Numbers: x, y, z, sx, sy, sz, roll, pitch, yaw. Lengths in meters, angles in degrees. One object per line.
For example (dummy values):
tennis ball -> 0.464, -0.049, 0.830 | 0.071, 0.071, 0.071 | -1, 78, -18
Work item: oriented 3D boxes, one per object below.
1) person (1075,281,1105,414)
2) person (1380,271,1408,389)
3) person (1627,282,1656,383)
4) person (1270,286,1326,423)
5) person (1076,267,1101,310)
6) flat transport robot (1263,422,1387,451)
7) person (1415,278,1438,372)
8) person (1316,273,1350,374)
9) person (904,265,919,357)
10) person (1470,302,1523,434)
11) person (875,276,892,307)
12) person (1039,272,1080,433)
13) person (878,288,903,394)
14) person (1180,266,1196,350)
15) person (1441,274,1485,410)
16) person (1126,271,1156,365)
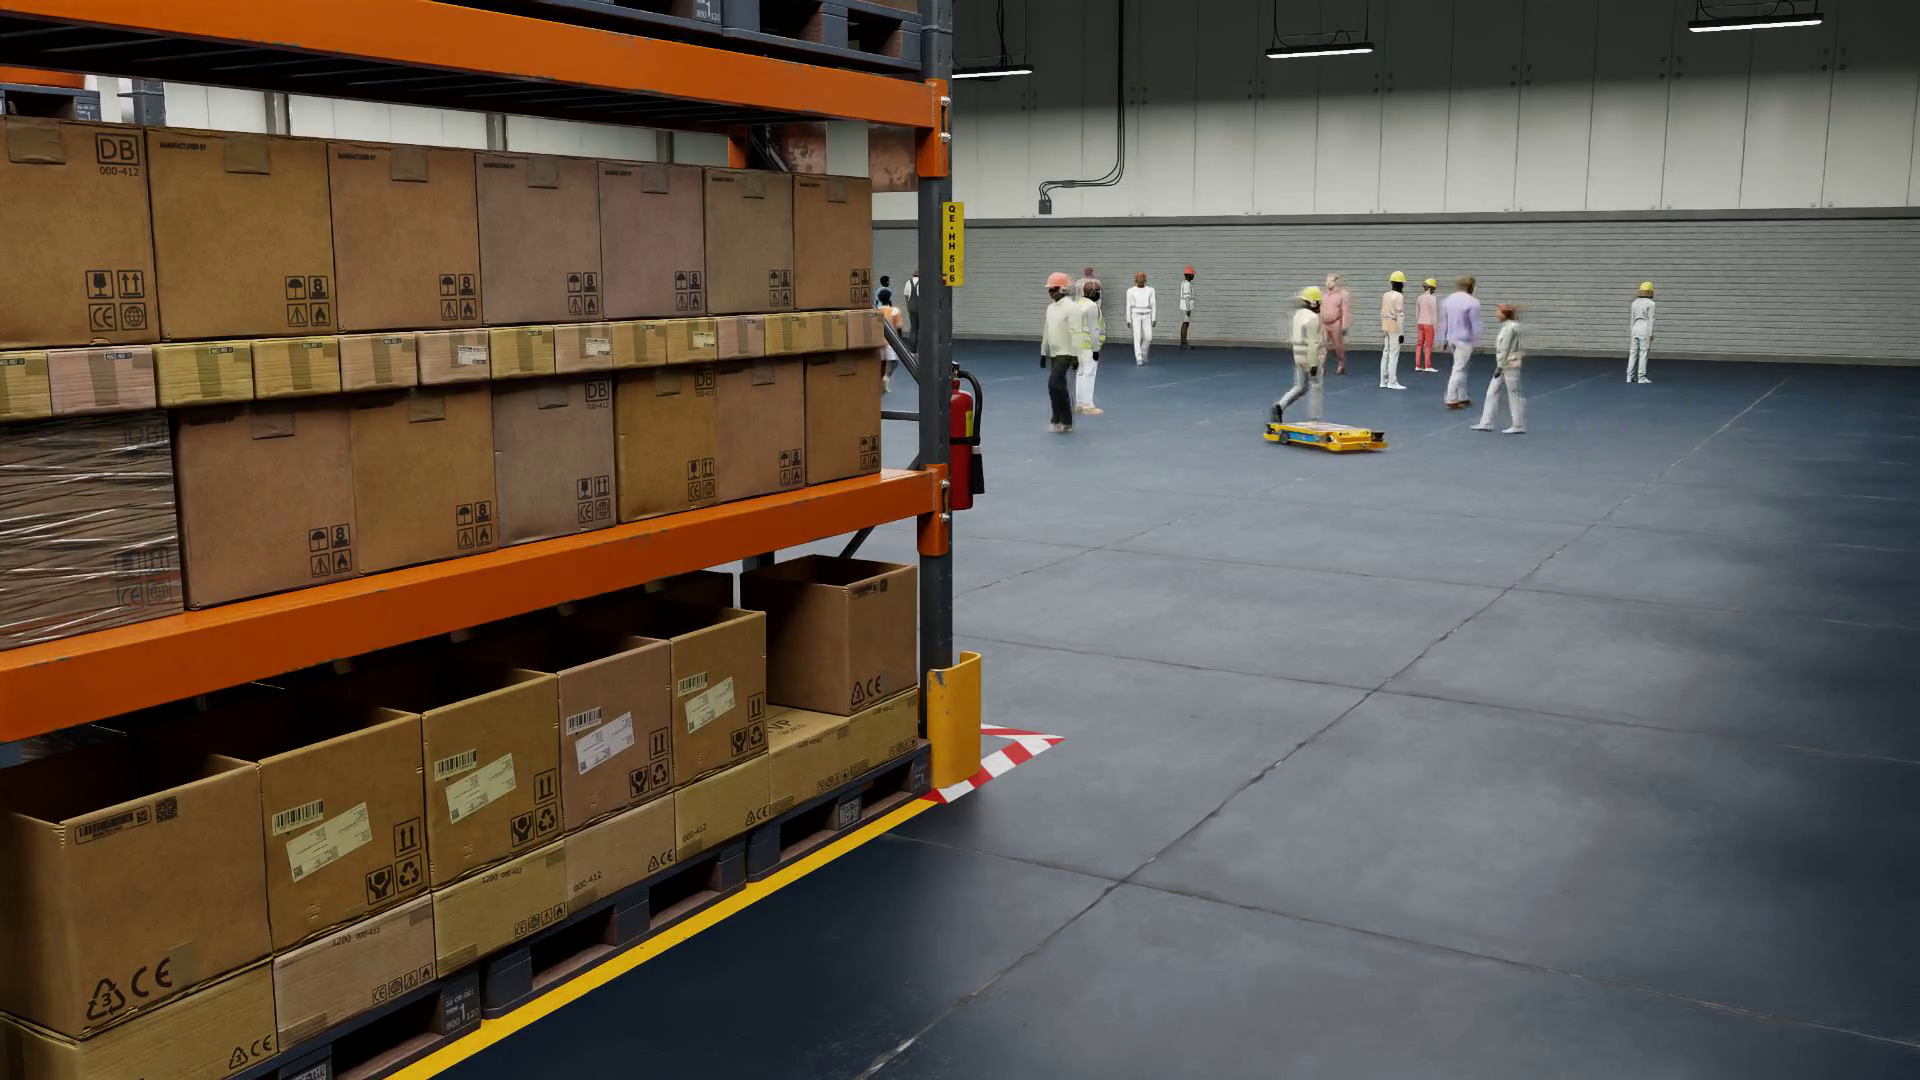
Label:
person -> 1.791, -2.656, 23.000 | 0.429, 1.835, 0.630 | -2, 10, -14
person -> 7.127, -3.432, 27.268 | 0.378, 1.924, 0.595 | -2, 10, -13
person -> 11.751, -3.562, 28.601 | 0.329, 1.735, 0.487 | -4, 11, -24
person -> 4.319, -2.285, 20.891 | 0.728, 1.807, 0.600 | -2, 10, -14
person -> 3.187, -5.811, 41.253 | 0.641, 1.908, 0.407 | 1, 10, 6
flat transport robot -> 4.167, -1.202, 19.050 | 0.652, 0.197, 1.431 | -5, 11, -26
person -> 8.792, -4.032, 31.274 | 0.320, 1.762, 0.522 | -5, 11, -26
person -> 6.812, -3.935, 30.392 | 0.653, 1.871, 0.959 | 7, 12, 34
person -> -0.821, -4.920, 35.644 | 0.687, 2.000, 0.535 | 7, 12, 37
person -> 6.609, -2.101, 20.389 | 0.726, 1.605, 0.525 | 1, 10, 6
person -> -1.854, -5.607, 40.667 | 0.322, 1.699, 0.535 | -9, 13, -43
person -> 1.147, -2.282, 20.393 | 0.681, 1.968, 0.647 | -5, 11, -26
person -> -1.175, -3.105, 26.045 | 0.542, 1.682, 0.625 | 3, 10, 15
person -> 5.319, -5.413, 38.832 | 0.360, 1.939, 0.543 | 0, 10, 1
person -> 7.205, -2.791, 23.544 | 0.780, 1.914, 0.666 | -4, 10, -22
person -> 3.607, -4.411, 33.140 | 0.617, 1.876, 0.406 | -1, 10, -3
